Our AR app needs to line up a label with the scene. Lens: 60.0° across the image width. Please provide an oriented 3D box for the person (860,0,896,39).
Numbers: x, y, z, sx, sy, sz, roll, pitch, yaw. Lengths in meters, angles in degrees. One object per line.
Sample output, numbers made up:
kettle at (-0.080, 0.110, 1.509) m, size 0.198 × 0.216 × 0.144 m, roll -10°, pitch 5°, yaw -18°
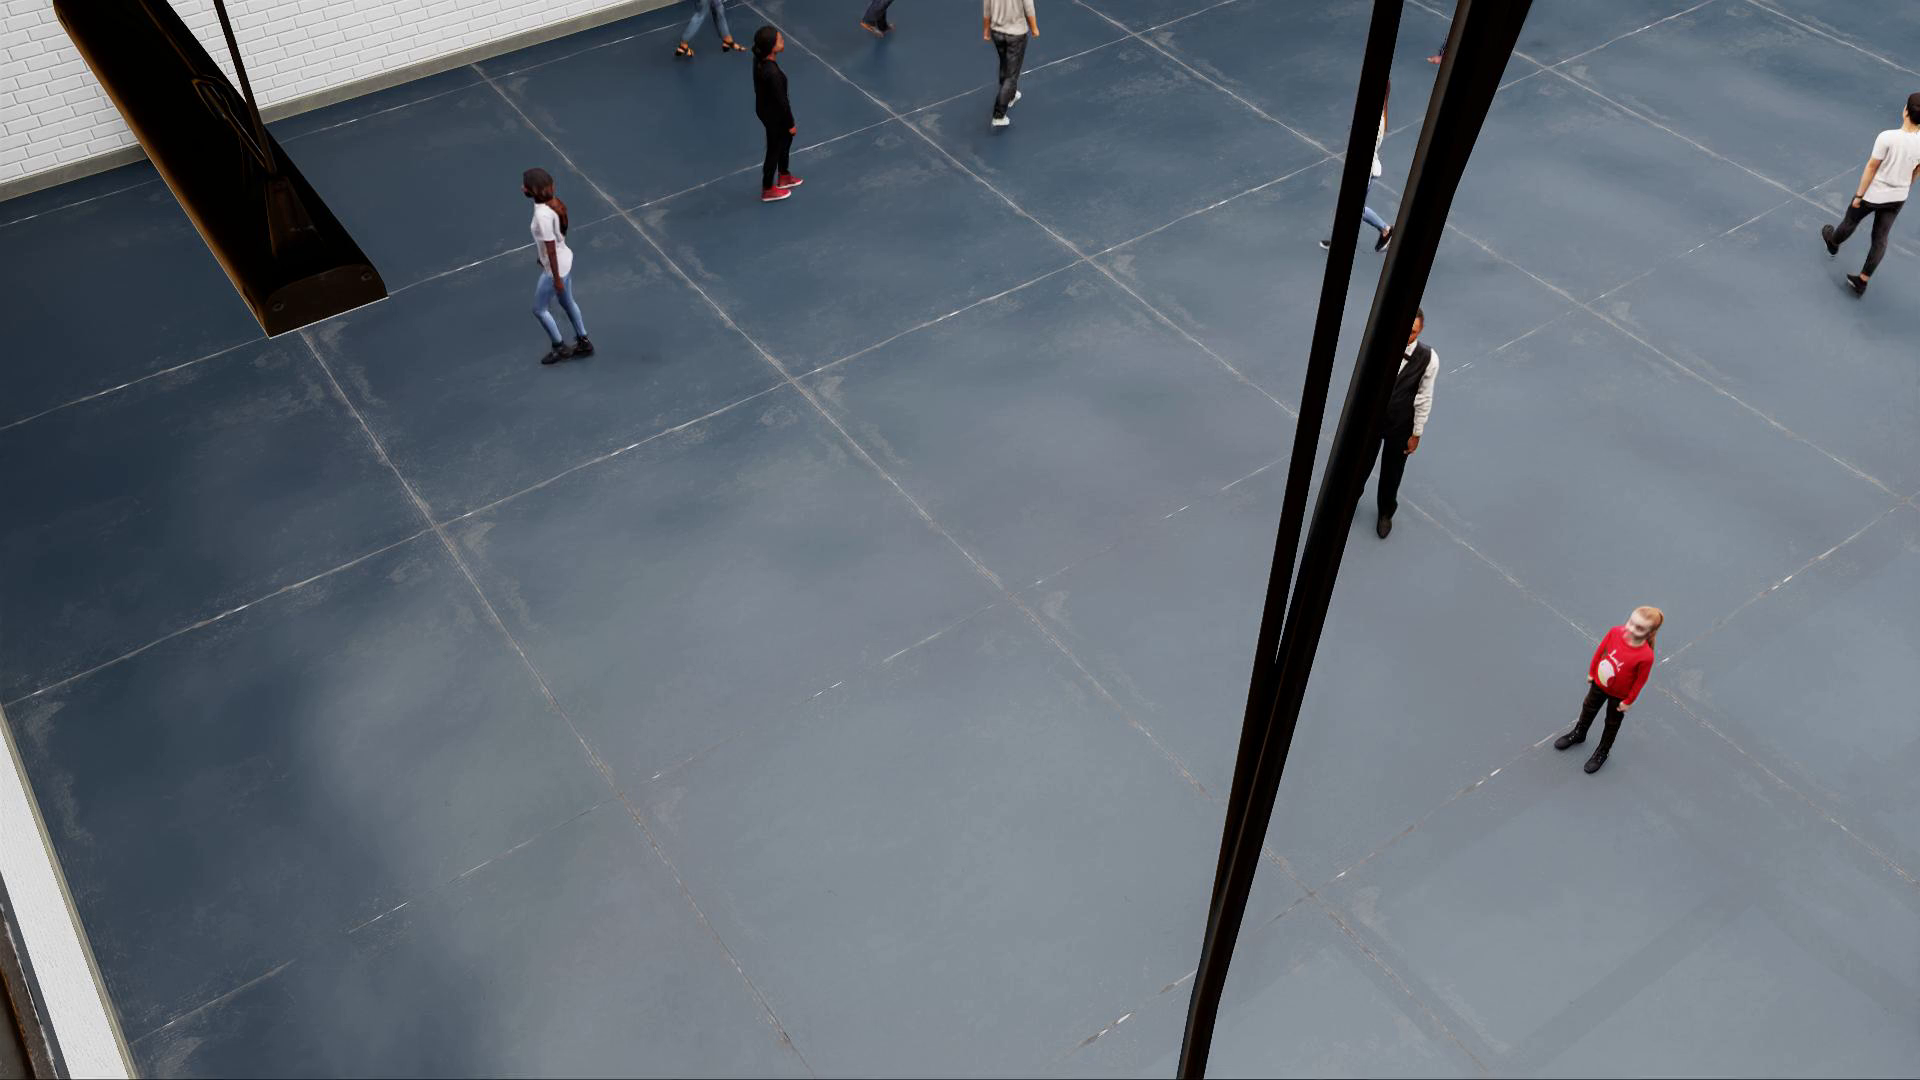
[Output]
person at (-0.867, -5.936, 16.891) m, size 0.800 × 1.807 × 0.712 m, roll -33°, pitch 52°, yaw -29°

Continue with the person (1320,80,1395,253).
person at (3.466, -3.112, 14.020) m, size 0.978 × 1.678 × 0.919 m, roll 7°, pitch 44°, yaw 8°

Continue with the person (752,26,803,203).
person at (-1.724, -3.732, 14.681) m, size 0.705 × 1.663 × 0.664 m, roll -18°, pitch 47°, yaw -18°

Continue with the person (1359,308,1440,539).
person at (2.953, -0.844, 11.469) m, size 0.774 × 1.913 × 0.775 m, roll 17°, pitch 46°, yaw 17°

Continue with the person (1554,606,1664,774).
person at (3.980, 0.880, 10.117) m, size 0.507 × 1.280 × 0.483 m, roll -26°, pitch 50°, yaw -25°

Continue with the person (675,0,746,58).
person at (-2.632, -5.545, 16.604) m, size 1.059 × 1.636 × 0.889 m, roll -14°, pitch 45°, yaw -14°

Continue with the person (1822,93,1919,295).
person at (7.640, -2.824, 13.713) m, size 1.109 × 1.684 × 1.111 m, roll 2°, pitch 44°, yaw 2°

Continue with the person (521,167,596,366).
person at (-3.073, -2.127, 12.962) m, size 0.783 × 1.711 × 0.744 m, roll -6°, pitch 44°, yaw -6°

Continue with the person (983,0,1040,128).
person at (0.445, -4.744, 15.654) m, size 0.920 × 1.787 × 1.113 m, roll 21°, pitch 48°, yaw 21°
